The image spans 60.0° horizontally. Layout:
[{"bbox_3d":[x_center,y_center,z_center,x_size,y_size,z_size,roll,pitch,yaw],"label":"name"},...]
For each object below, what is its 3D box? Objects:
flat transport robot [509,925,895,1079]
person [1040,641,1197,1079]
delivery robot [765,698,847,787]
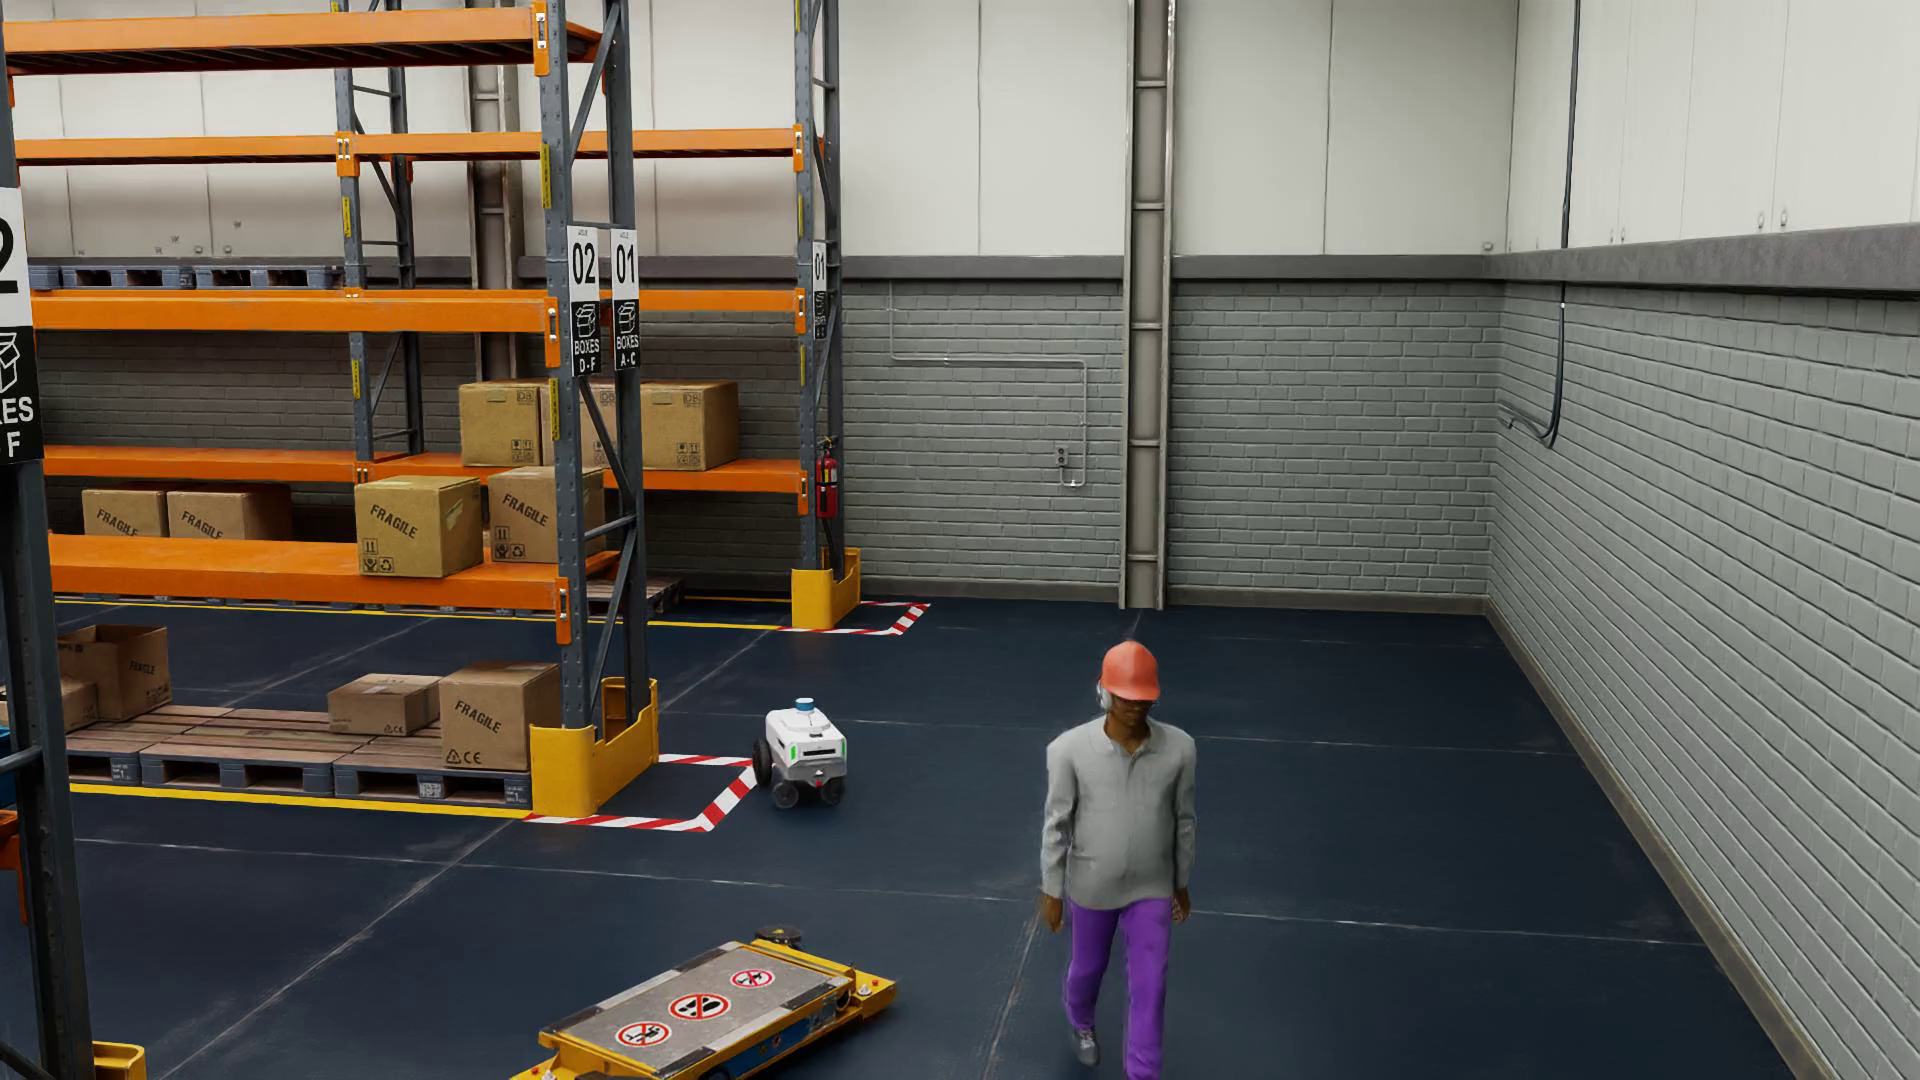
[{"bbox_3d":[-0.941,1.838,6.349,0.652,0.197,1.431,6,11,35],"label":"flat transport robot"},{"bbox_3d":[0.563,1.183,5.966,0.571,1.718,0.837,-1,9,-6],"label":"person"},{"bbox_3d":[-0.881,1.145,9.485,0.477,0.478,0.707,-3,10,-18],"label":"delivery robot"}]
